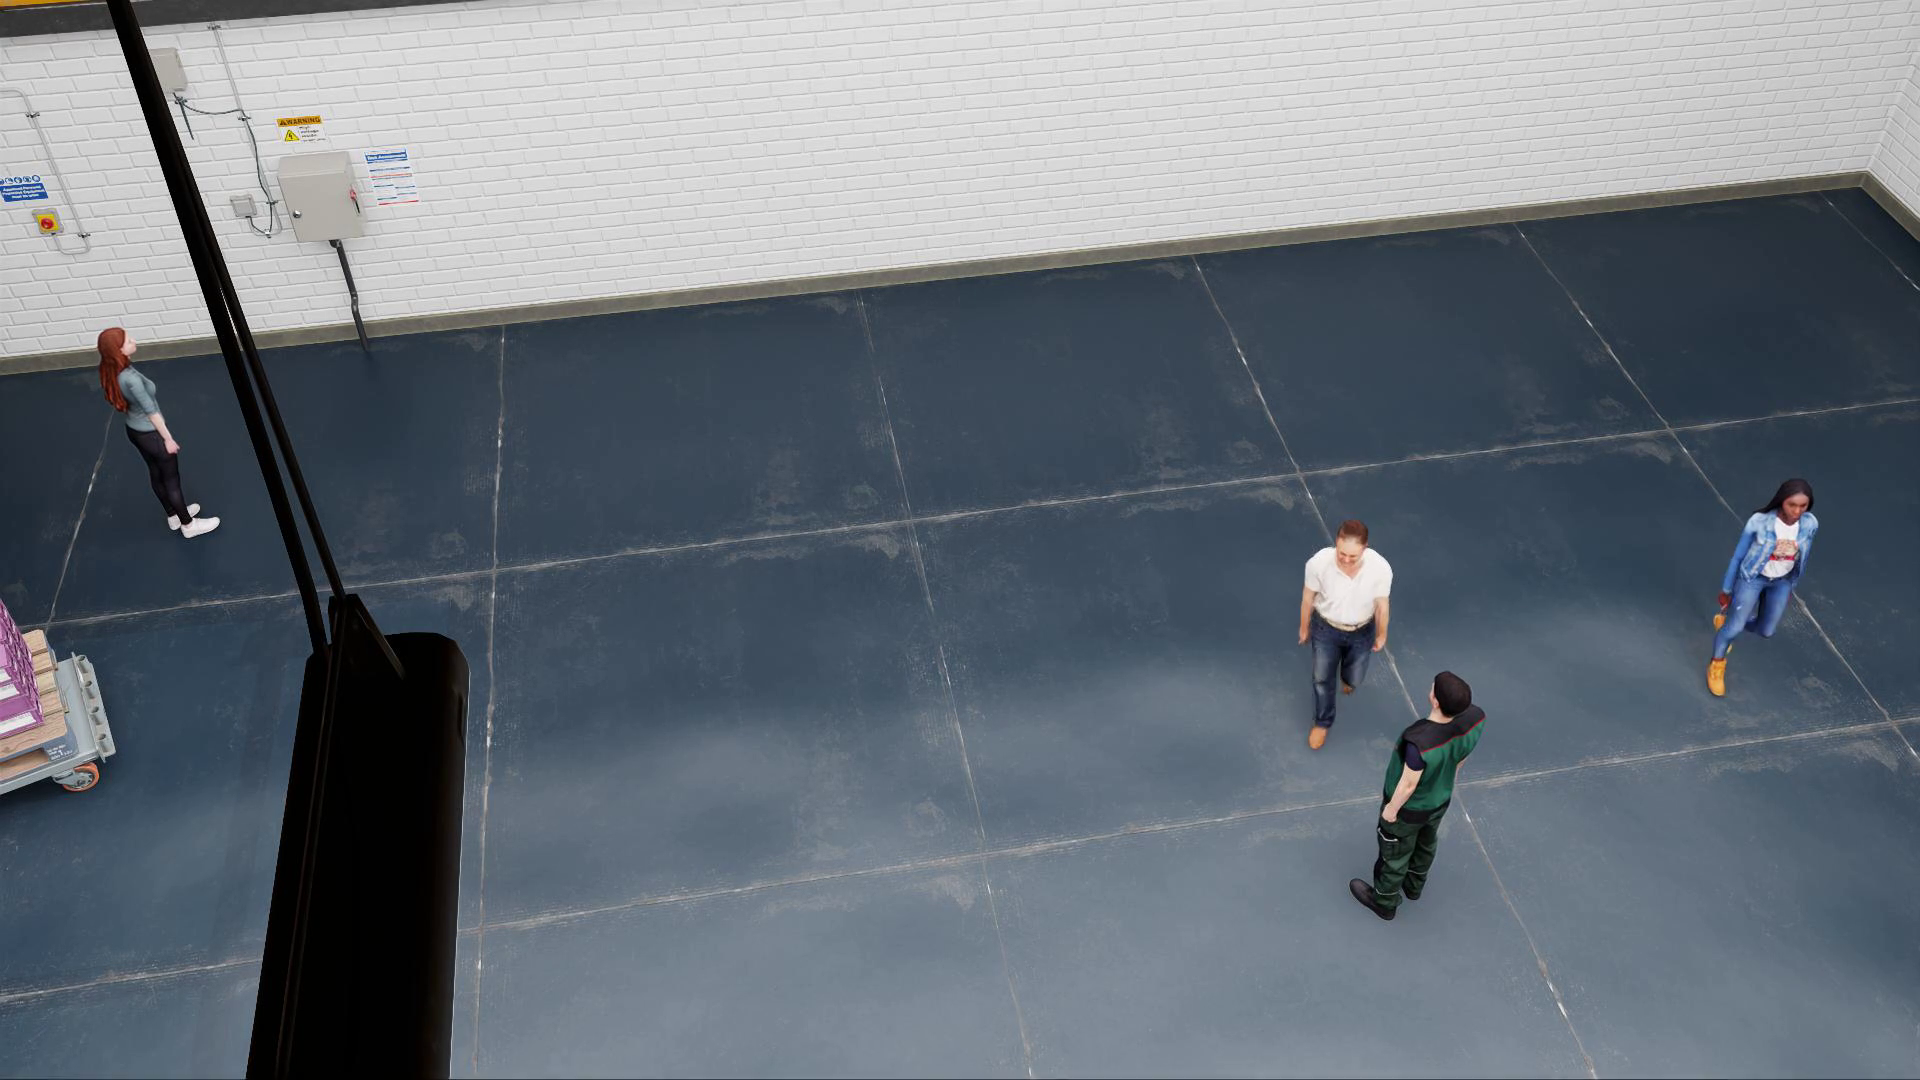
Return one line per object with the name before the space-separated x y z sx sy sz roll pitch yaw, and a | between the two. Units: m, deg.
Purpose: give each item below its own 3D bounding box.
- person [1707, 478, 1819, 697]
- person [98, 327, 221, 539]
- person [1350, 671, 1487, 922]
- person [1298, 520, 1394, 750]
person | 5.030 0.228 10.538 0.702 1.699 0.806 1 44 1
person | -5.612 -0.742 11.526 0.653 1.742 0.731 31 51 28
person | 2.531 1.401 9.162 0.761 1.900 0.727 -26 49 -25
person | 2.365 0.470 10.192 0.971 1.828 1.074 12 45 12
